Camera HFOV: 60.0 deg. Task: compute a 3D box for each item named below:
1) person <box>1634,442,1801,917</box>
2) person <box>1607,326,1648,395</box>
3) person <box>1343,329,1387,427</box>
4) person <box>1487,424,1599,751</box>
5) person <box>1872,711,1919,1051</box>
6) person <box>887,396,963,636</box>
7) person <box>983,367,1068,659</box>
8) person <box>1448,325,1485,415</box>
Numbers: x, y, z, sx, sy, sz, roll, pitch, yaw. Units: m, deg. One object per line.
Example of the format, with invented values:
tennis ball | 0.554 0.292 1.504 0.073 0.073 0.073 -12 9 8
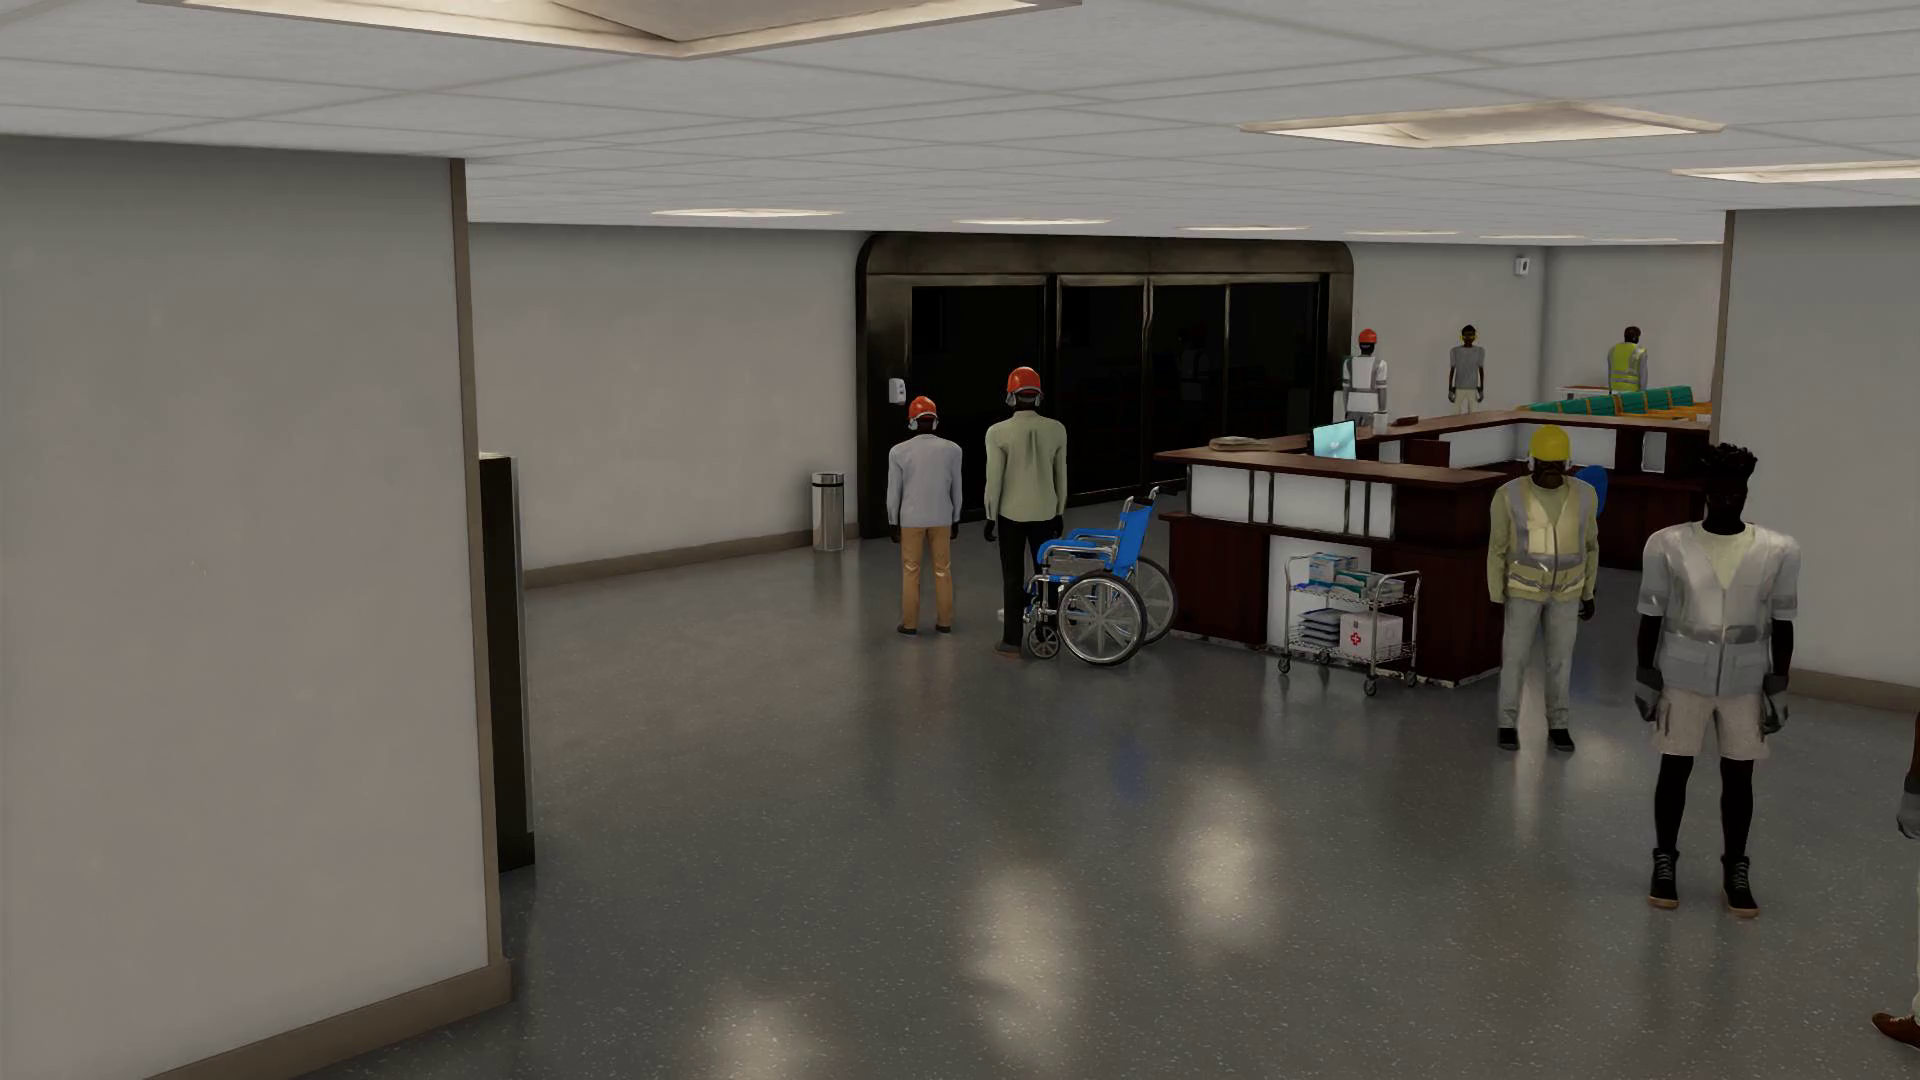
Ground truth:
person | 3.105 0.569 6.867 0.608 1.962 0.366 3 10 16
person | 9.693 -2.183 24.150 0.432 1.834 0.626 -6 11 -33
person | 4.949 -1.610 20.327 0.546 1.930 0.388 6 11 31
person | 3.205 0.267 9.161 0.598 1.820 0.408 0 9 3
person | 3.411 0.825 5.617 0.516 1.861 0.320 -2 9 -11
person | -0.259 -0.171 12.062 0.564 1.743 0.350 -3 10 -16
person | 0.438 -0.185 11.381 0.613 1.994 0.395 -4 10 -22
person | 7.306 -2.172 24.002 0.504 1.861 0.326 1 9 9
